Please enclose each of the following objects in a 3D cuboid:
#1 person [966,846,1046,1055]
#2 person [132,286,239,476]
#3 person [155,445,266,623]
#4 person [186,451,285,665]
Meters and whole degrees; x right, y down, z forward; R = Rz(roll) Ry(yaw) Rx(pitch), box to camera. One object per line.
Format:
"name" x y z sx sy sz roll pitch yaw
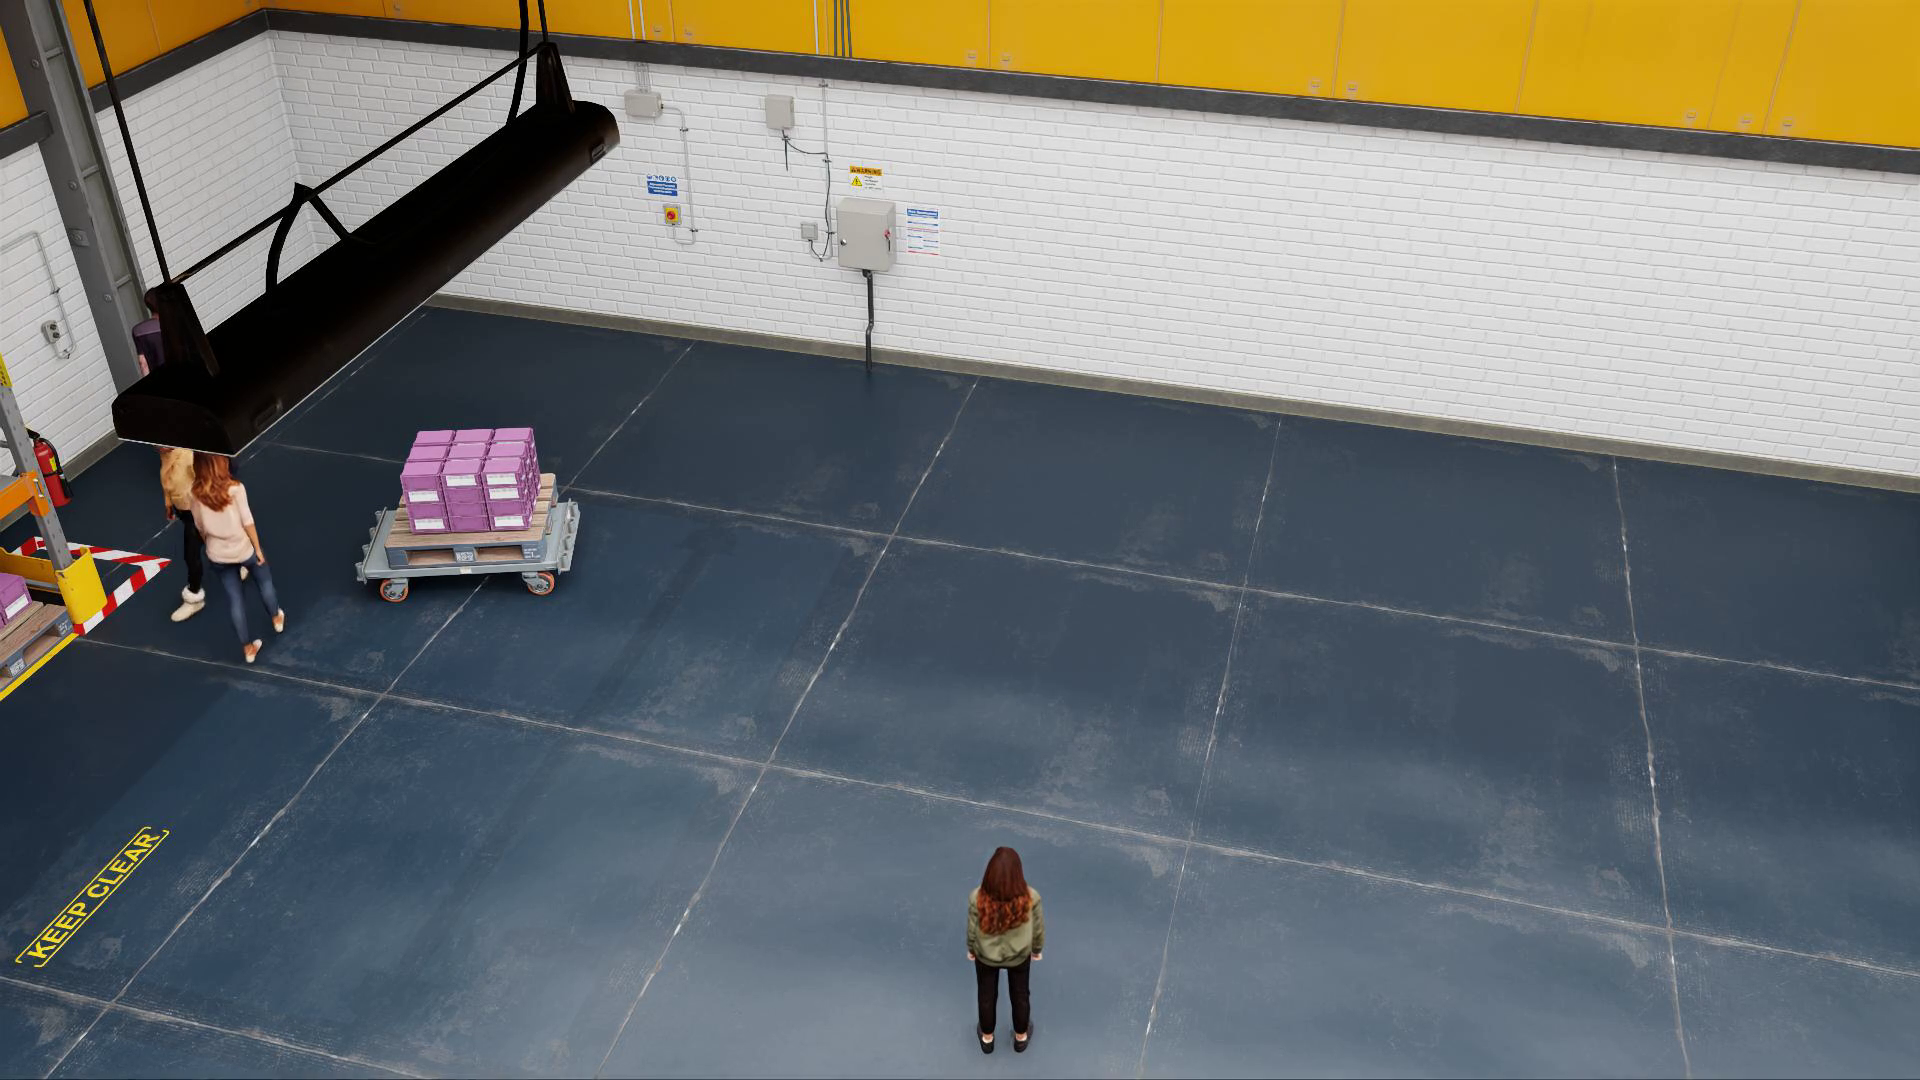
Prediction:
"person" 0.240 2.272 9.204 0.632 1.475 0.574 0 34 0
"person" -6.682 -1.318 14.270 0.810 1.845 0.808 -10 35 -15
"person" -5.855 -0.254 12.873 0.887 1.620 1.195 22 39 29
"person" -5.329 0.125 12.165 0.787 1.773 0.924 -5 34 -8
